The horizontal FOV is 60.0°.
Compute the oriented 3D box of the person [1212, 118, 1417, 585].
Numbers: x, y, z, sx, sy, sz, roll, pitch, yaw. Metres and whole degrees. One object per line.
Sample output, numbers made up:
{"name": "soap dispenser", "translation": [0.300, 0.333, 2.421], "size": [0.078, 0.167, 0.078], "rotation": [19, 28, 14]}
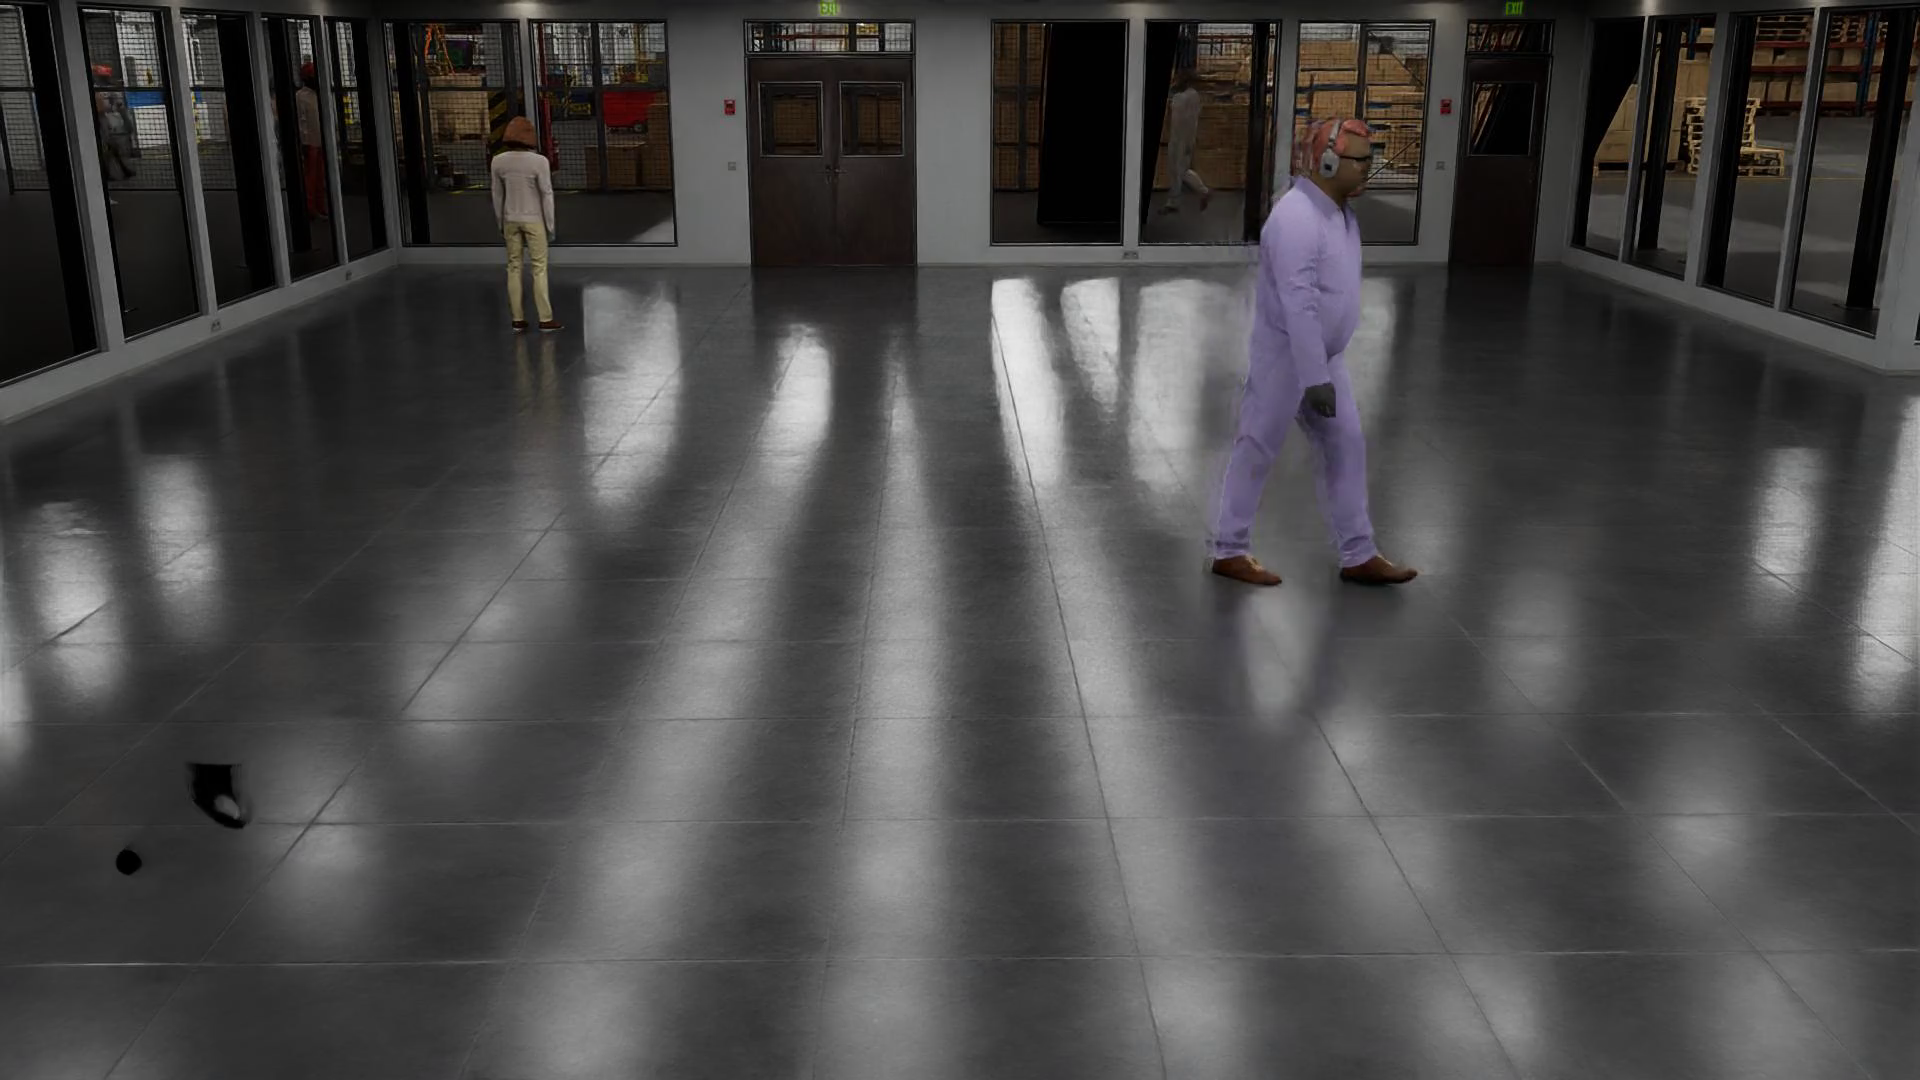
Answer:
{"name": "person", "translation": [1.433, -0.691, 6.541], "size": [0.898, 1.861, 0.655], "rotation": [12, 20, 34]}

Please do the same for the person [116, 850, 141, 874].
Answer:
{"name": "person", "translation": [-0.459, 0.912, 1.085], "size": [0.520, 1.865, 0.328], "rotation": [-8, 18, -25]}

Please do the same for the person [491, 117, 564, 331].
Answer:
{"name": "person", "translation": [-3.359, -2.433, 12.861], "size": [0.501, 1.631, 0.287], "rotation": [4, 17, 14]}
